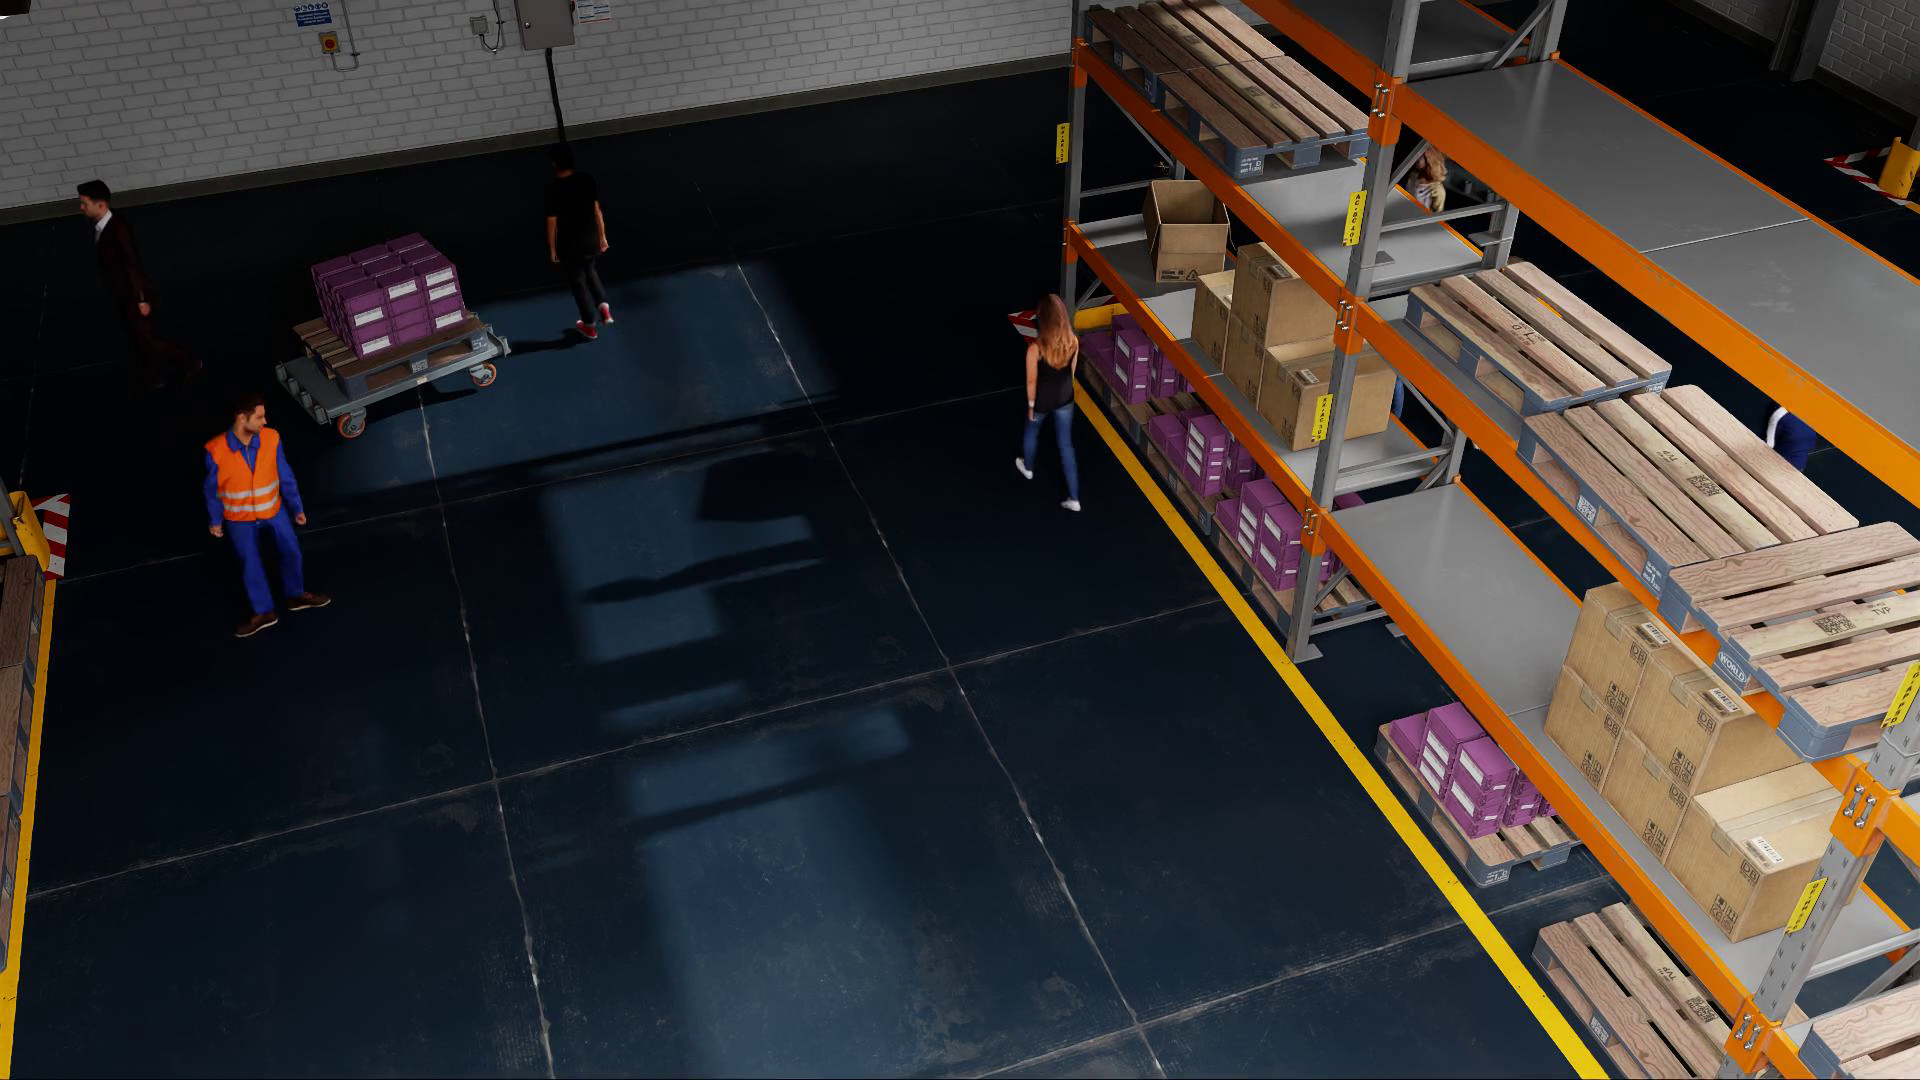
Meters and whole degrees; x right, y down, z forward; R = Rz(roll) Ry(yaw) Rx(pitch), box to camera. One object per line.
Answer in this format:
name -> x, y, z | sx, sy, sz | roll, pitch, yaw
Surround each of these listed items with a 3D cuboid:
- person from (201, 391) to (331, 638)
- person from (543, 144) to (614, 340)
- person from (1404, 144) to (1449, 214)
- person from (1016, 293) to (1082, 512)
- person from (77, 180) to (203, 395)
person -> -4.698, -0.154, 10.923 | 0.886, 1.831, 0.758 | -16, 41, -19
person -> -3.142, -2.442, 13.857 | 0.745, 1.747, 0.781 | -30, 47, -32
person -> 3.896, -2.573, 14.046 | 0.740, 1.714, 0.654 | -19, 42, -22
person -> 0.699, -0.957, 12.046 | 0.568, 1.684, 1.078 | -13, 40, -16
person -> -6.545, -2.013, 13.231 | 0.904, 1.857, 0.901 | -25, 45, -28
